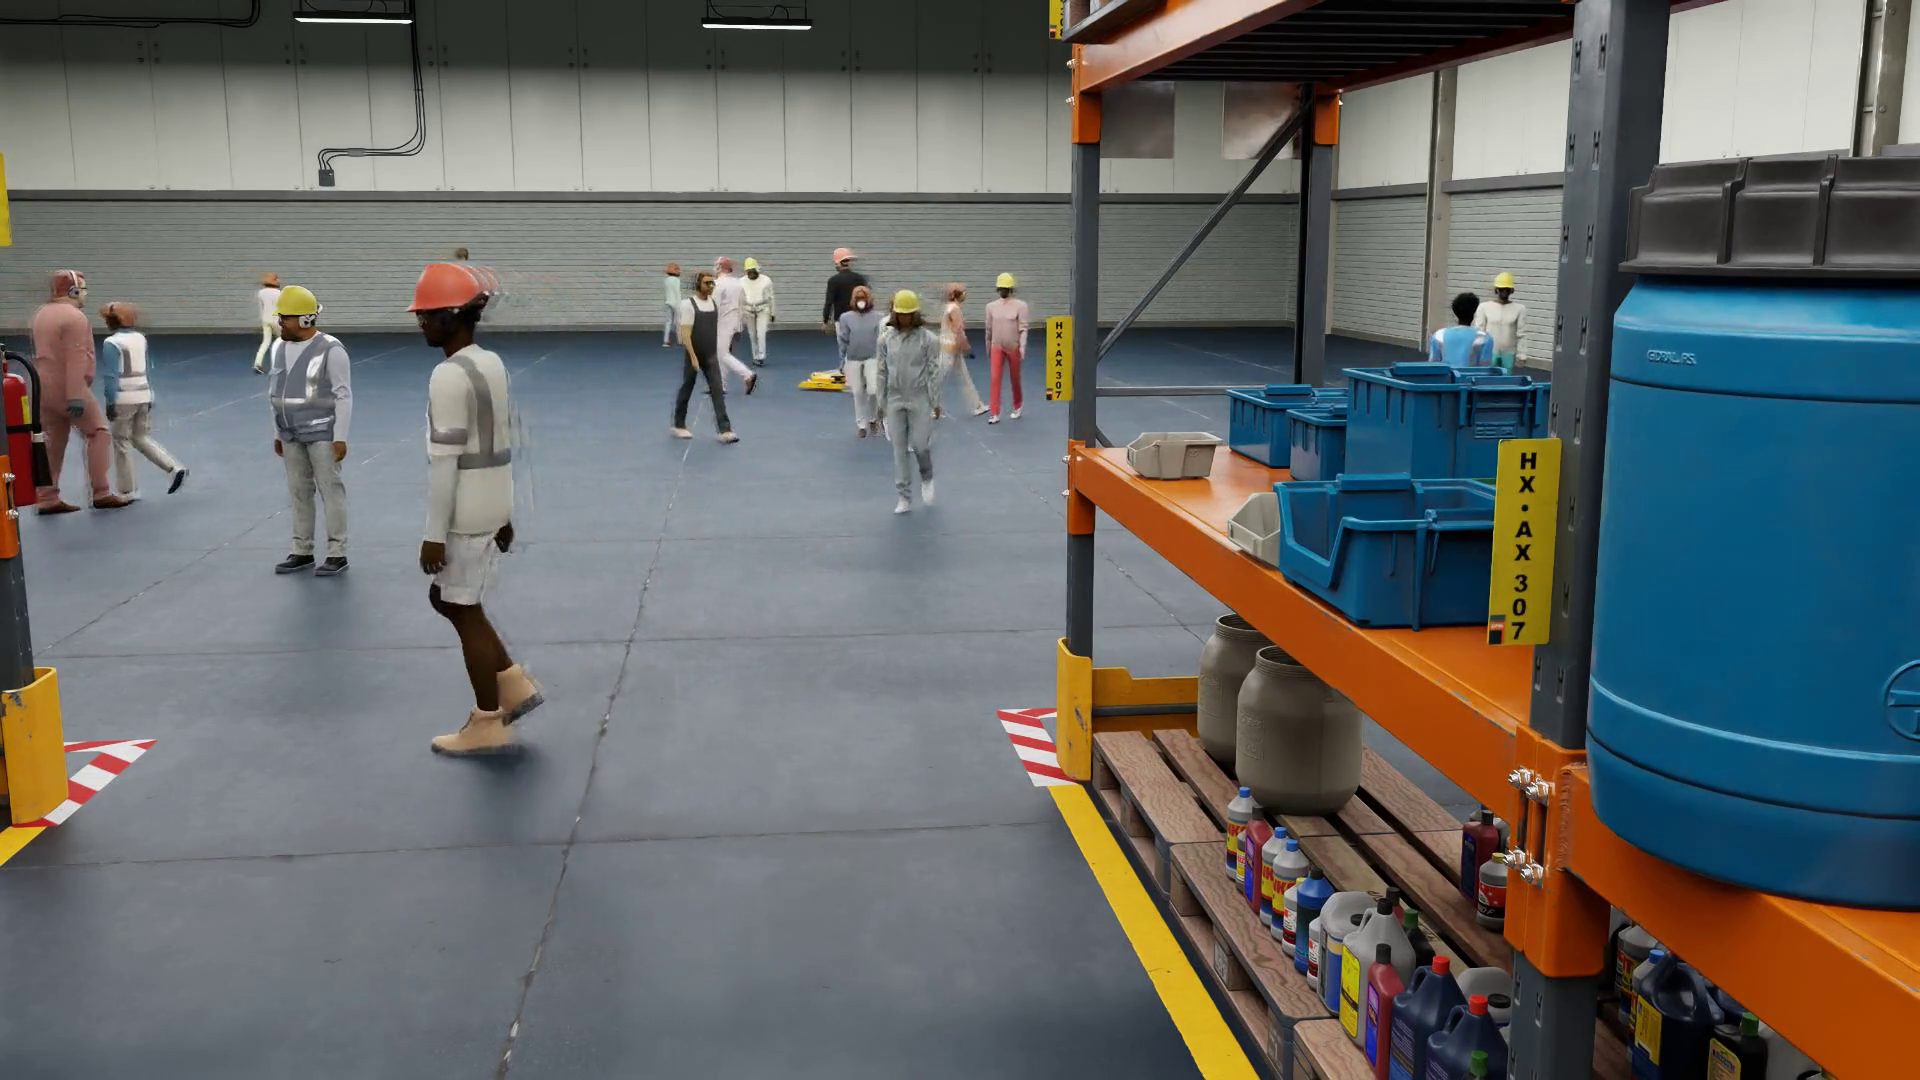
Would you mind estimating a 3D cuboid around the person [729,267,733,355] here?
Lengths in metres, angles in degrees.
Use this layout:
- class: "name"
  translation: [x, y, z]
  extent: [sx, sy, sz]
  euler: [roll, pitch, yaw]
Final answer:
- class: "person"
  translation: [-3.899, -3.727, 27.604]
  extent: [0.539, 1.678, 0.378]
  euler: [-6, 12, -29]

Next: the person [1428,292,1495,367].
- class: "person"
  translation: [4.099, -1.189, 13.659]
  extent: [0.558, 1.695, 0.474]
  euler: [8, 13, 36]

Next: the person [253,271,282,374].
- class: "person"
  translation: [-10.750, -3.393, 25.977]
  extent: [0.509, 1.596, 0.816]
  euler: [4, 11, 21]

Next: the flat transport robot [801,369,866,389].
- class: "flat transport robot"
  translation: [-1.597, -2.306, 23.668]
  extent: [0.652, 0.197, 1.431]
  euler: [6, 12, 28]

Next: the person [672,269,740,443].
- class: "person"
  translation: [-2.715, -1.924, 17.394]
  extent: [0.506, 1.802, 0.973]
  euler: [-10, 14, -43]

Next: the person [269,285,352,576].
- class: "person"
  translation: [-4.115, -0.685, 10.507]
  extent: [0.591, 1.829, 0.404]
  euler: [4, 11, 22]

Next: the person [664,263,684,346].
- class: "person"
  translation: [-5.570, -4.583, 32.470]
  extent: [0.411, 1.635, 0.506]
  euler: [-9, 14, -40]

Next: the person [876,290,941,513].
- class: "person"
  translation: [-0.397, -1.073, 12.910]
  extent: [0.503, 1.727, 0.448]
  euler: [3, 11, 14]

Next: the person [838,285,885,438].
- class: "person"
  translation: [-1.038, -1.888, 17.668]
  extent: [0.515, 1.615, 0.374]
  euler: [1, 10, 4]

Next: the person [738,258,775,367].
- class: "person"
  translation: [-3.357, -3.731, 27.326]
  extent: [0.617, 1.776, 0.909]
  euler: [0, 10, 2]

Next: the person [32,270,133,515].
- class: "person"
  translation: [-6.828, -1.140, 12.882]
  extent: [0.695, 1.871, 0.770]
  euler: [7, 13, 36]

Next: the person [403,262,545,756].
- class: "person"
  translation: [-2.040, -0.104, 6.787]
  extent: [0.417, 2.031, 0.609]
  euler: [-1, 10, -3]

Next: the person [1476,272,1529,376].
- class: "person"
  translation: [5.809, -1.985, 17.837]
  extent: [0.553, 1.739, 0.685]
  euler: [1, 10, 8]

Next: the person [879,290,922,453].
- class: "person"
  translation: [-0.627, -1.704, 16.701]
  extent: [0.522, 1.615, 0.691]
  euler: [-8, 13, -36]

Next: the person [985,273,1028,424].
- class: "person"
  translation: [0.546, -2.237, 19.294]
  extent: [0.525, 1.728, 0.886]
  euler: [3, 11, 14]

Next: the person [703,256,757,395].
- class: "person"
  translation: [-3.113, -2.868, 22.339]
  extent: [0.802, 1.878, 0.646]
  euler: [3, 11, 15]

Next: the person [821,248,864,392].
- class: "person"
  translation: [-1.660, -3.034, 22.982]
  extent: [0.643, 1.965, 0.818]
  euler: [-10, 14, -43]

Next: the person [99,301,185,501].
- class: "person"
  translation: [-6.642, -1.110, 13.391]
  extent: [0.506, 1.621, 0.532]
  euler: [1, 10, 5]

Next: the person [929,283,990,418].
- class: "person"
  translation: [-0.032, -2.216, 19.543]
  extent: [0.866, 1.585, 0.508]
  euler: [0, 10, 1]

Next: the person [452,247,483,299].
- class: "person"
  translation: [-9.974, -4.950, 33.650]
  extent: [0.635, 1.910, 0.743]
  euler: [2, 11, 12]
